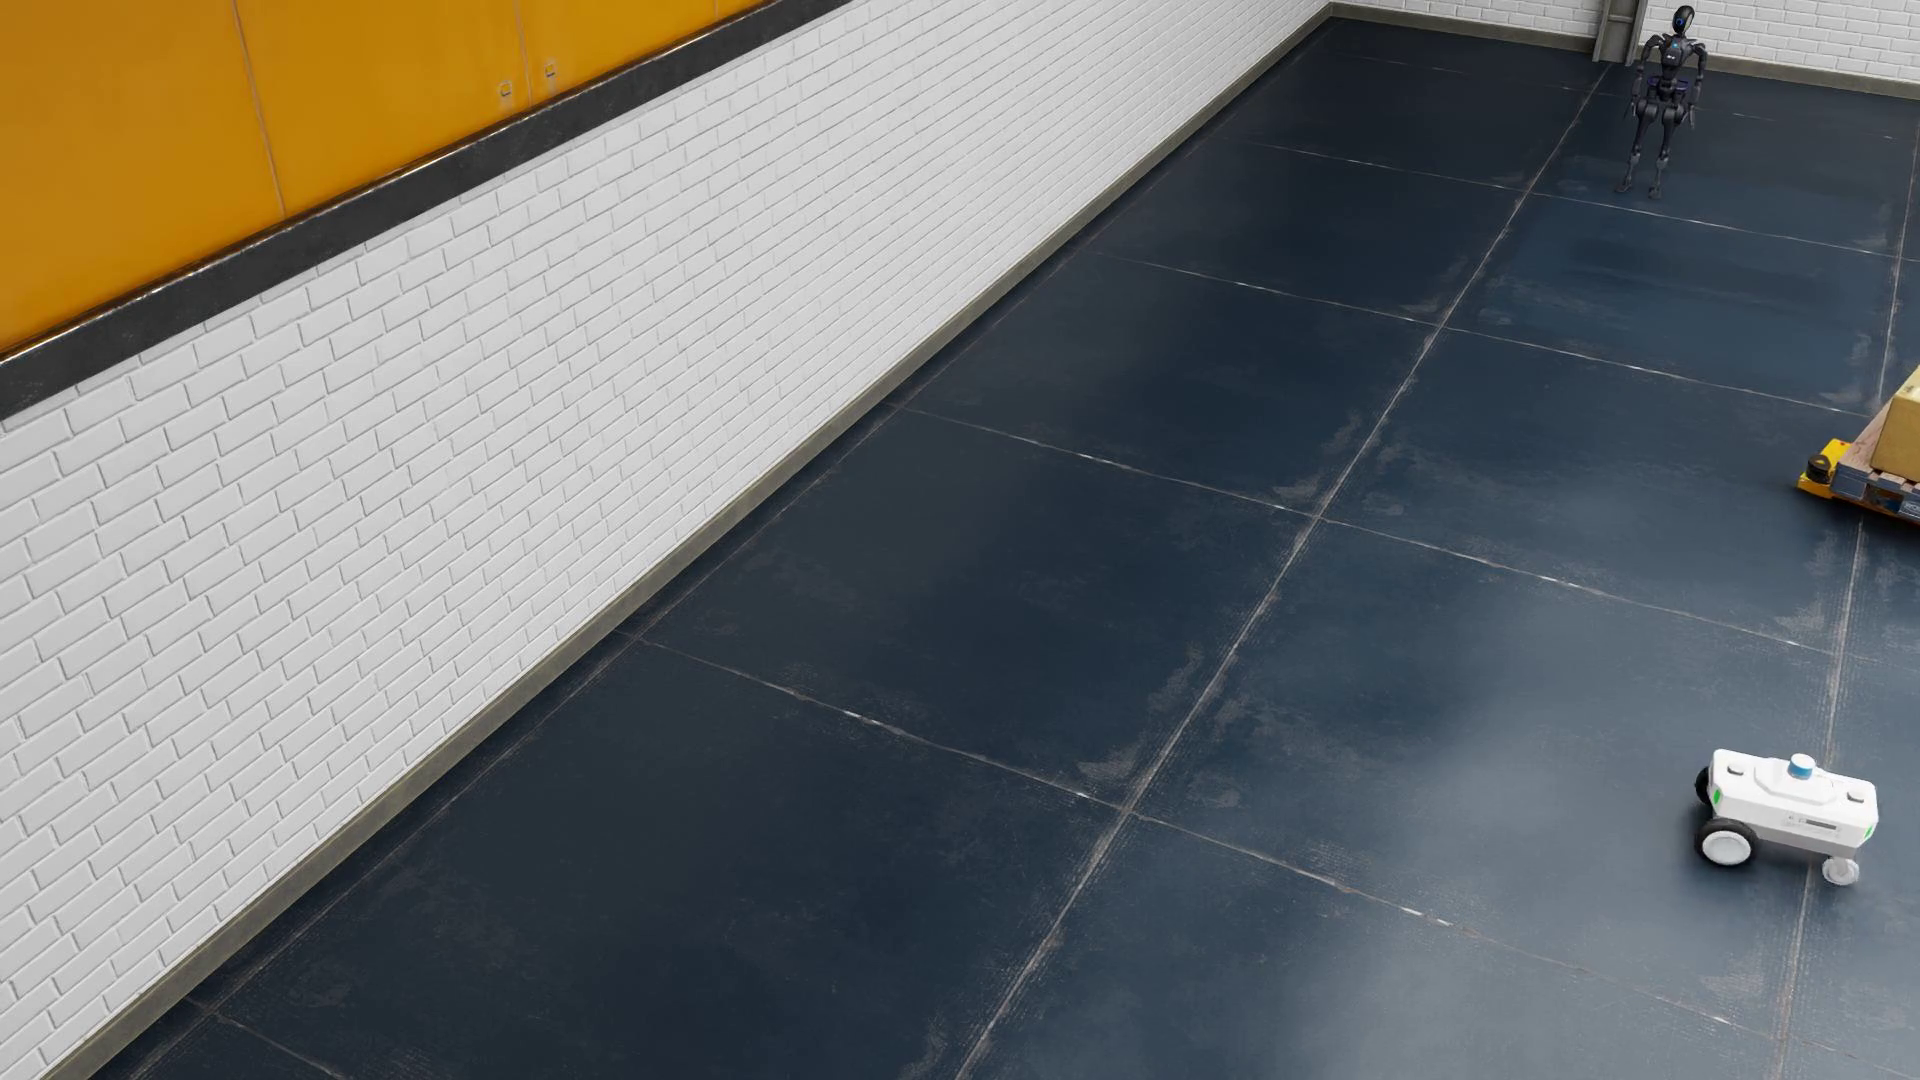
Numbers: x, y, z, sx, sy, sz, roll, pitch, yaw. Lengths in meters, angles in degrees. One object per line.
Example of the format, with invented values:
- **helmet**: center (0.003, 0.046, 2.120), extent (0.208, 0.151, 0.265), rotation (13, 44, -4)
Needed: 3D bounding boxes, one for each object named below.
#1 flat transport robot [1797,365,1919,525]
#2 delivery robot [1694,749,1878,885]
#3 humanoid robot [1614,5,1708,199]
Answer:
- **flat transport robot**: center (6.093, -0.276, 10.388), extent (1.431, 0.231, 0.659), rotation (26, 42, 33)
- **delivery robot**: center (3.860, 1.267, 7.853), extent (0.790, 0.614, 0.499), rotation (12, 36, 17)
- **humanoid robot**: center (6.056, -3.762, 14.300), extent (0.599, 1.657, 0.315), rotation (19, 38, 26)
